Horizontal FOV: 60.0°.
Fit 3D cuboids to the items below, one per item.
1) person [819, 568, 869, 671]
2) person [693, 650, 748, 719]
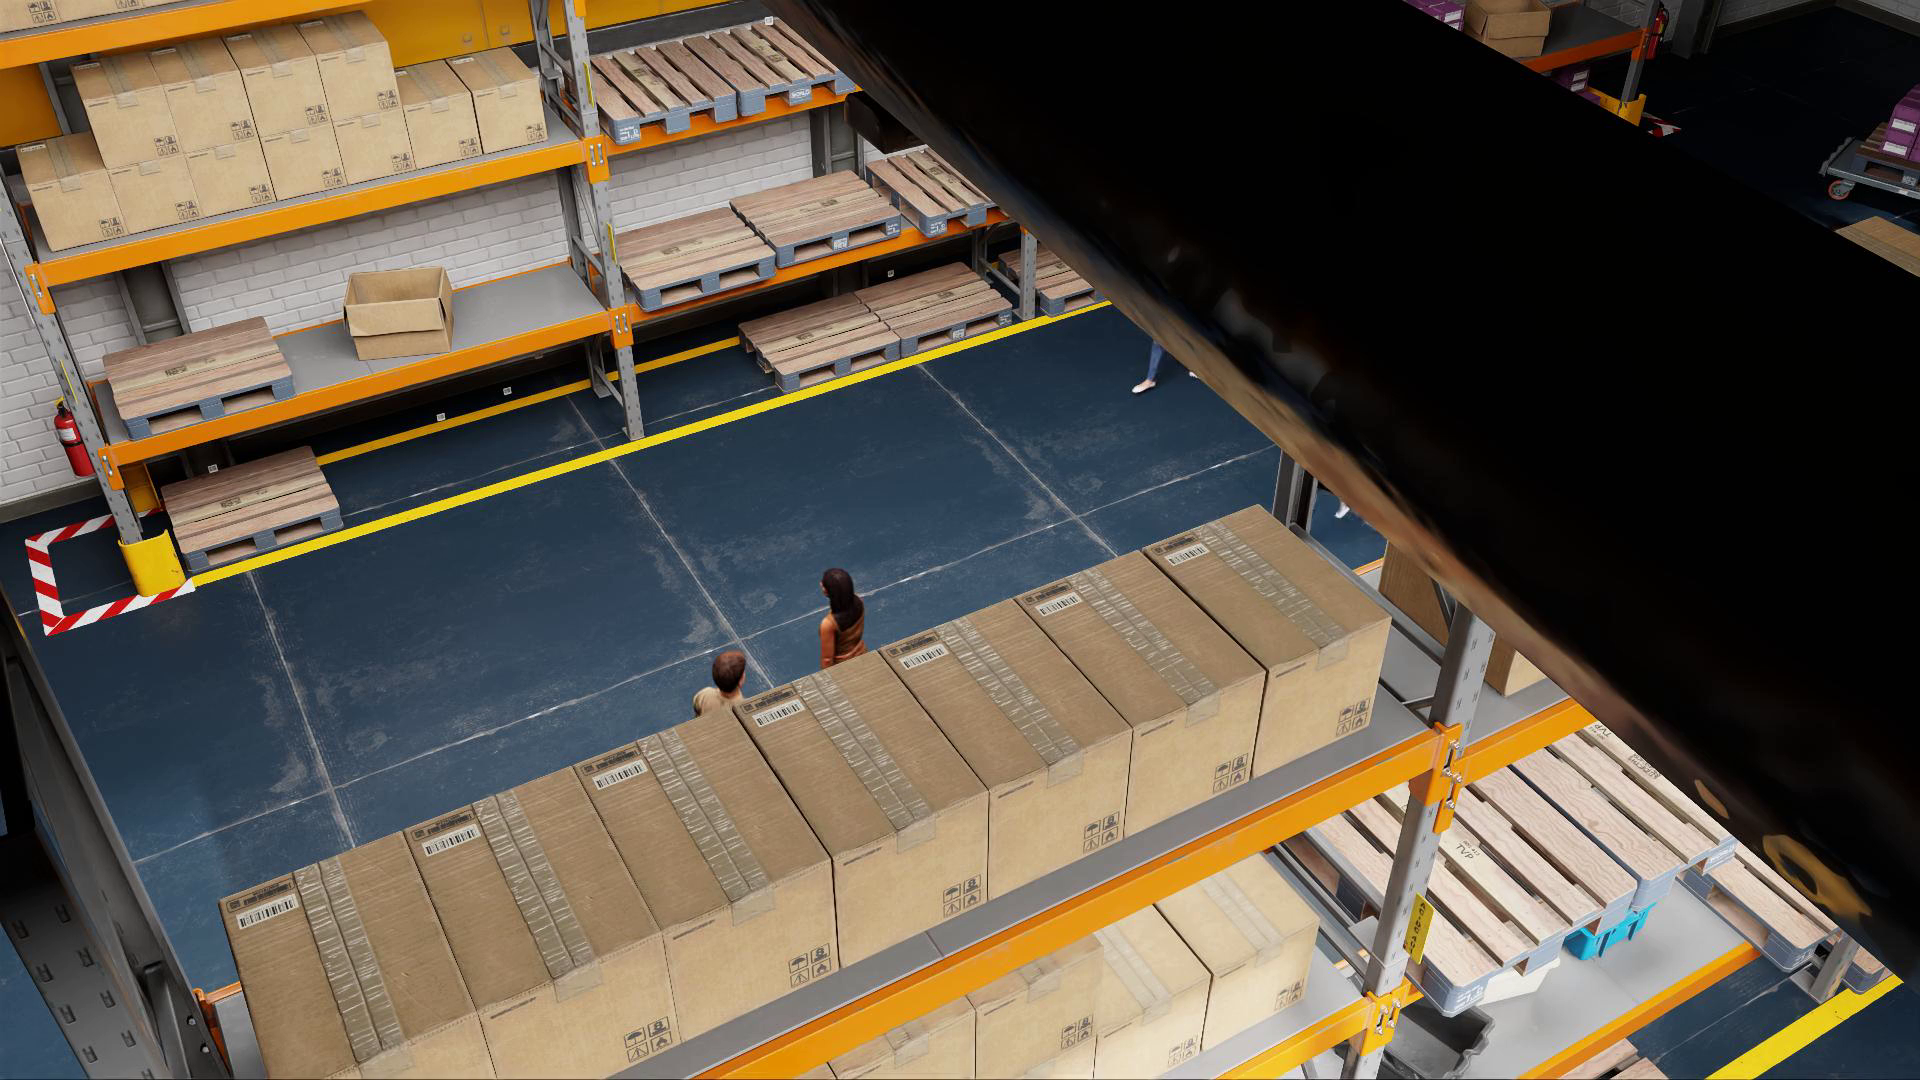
[{"bbox_3d":[-0.748,0.853,10.925,0.699,1.683,0.595,20,43,24],"label":"person"},{"bbox_3d":[-1.345,1.402,10.104,0.749,1.851,0.782,14,41,16],"label":"person"}]
